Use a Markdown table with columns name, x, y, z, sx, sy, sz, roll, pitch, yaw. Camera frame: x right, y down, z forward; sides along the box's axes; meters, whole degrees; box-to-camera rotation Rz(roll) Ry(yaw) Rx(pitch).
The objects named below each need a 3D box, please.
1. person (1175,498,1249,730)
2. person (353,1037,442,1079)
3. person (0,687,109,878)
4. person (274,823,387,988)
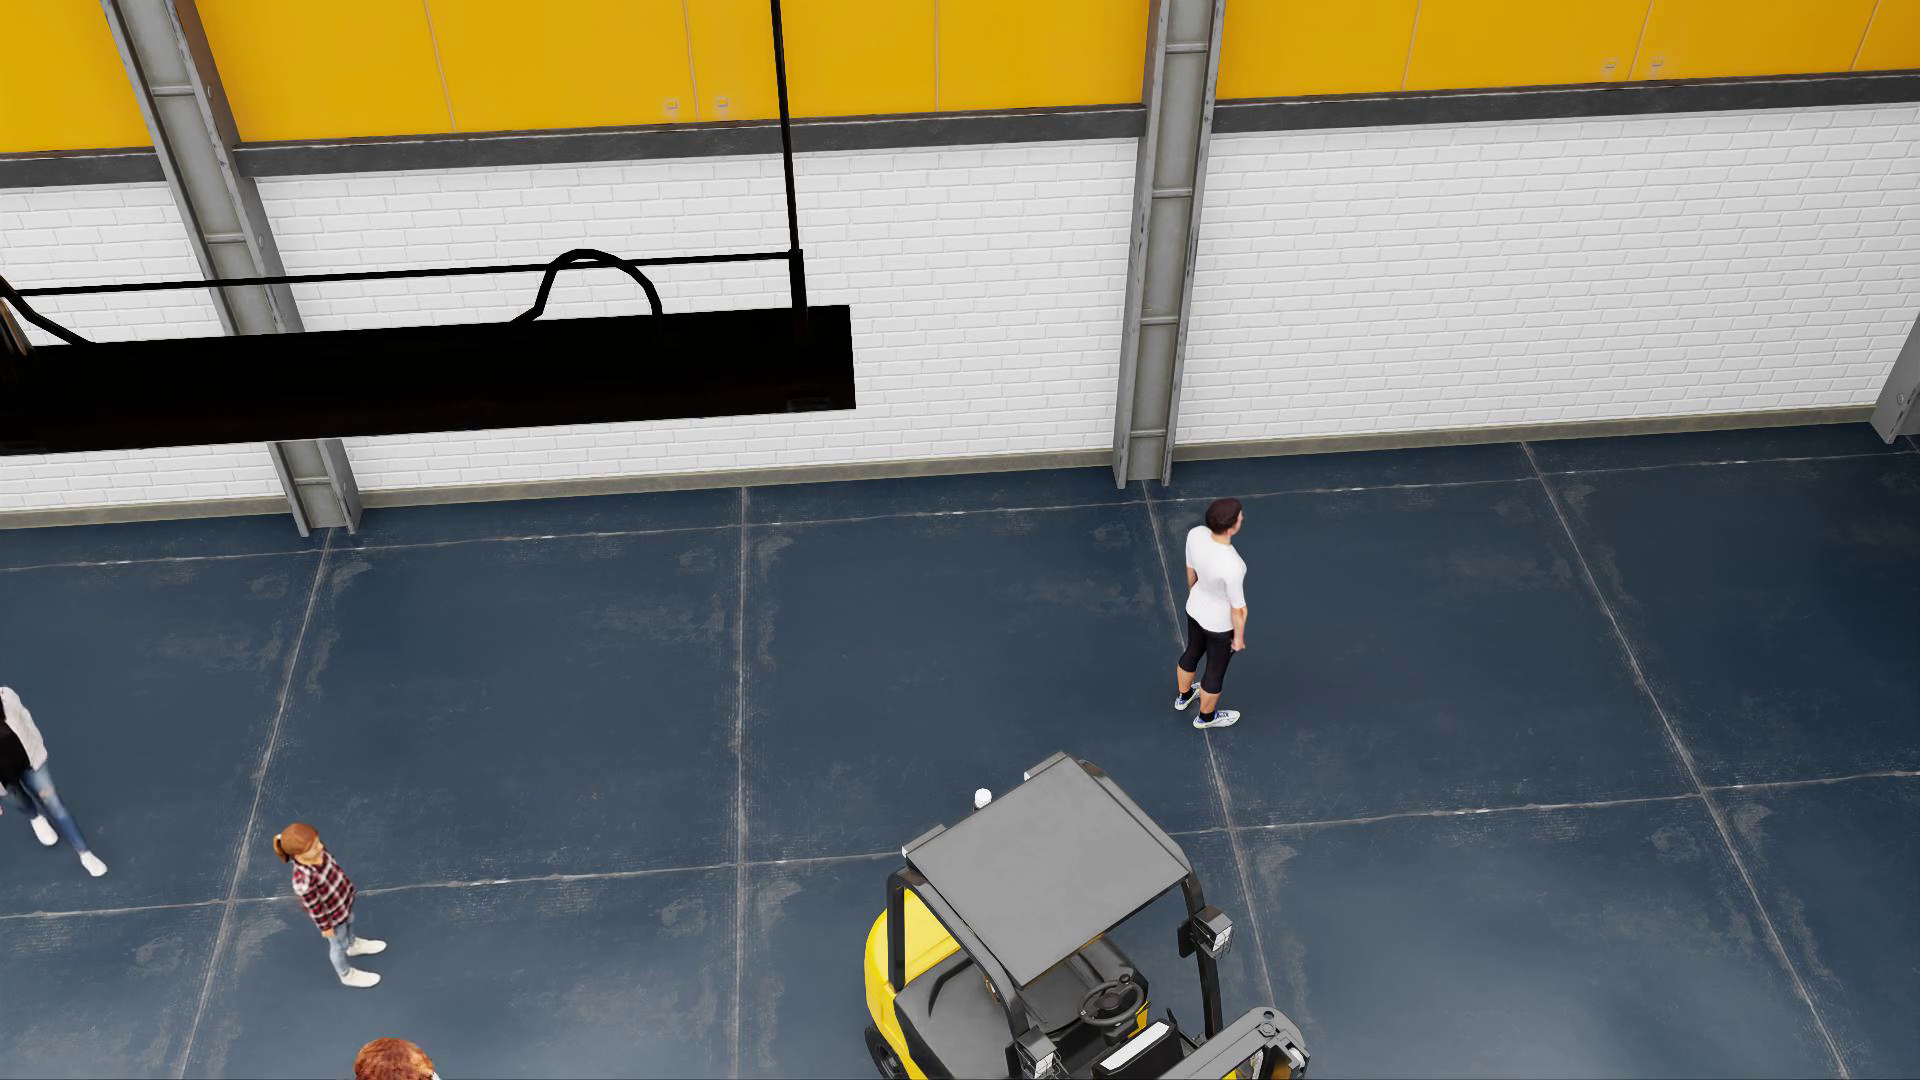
| name | x | y | z | sx | sy | sz | roll | pitch | yaw |
| --- | --- | --- | --- | --- | --- | --- | --- | --- | --- |
| person | 1.554 | 0.450 | 10.250 | 0.733 | 1.852 | 0.749 | -23 | 48 | -22 |
| person | -2.509 | 2.910 | 7.777 | 0.994 | 1.700 | 1.044 | 29 | 51 | 27 |
| person | -5.509 | 1.265 | 9.575 | 1.046 | 1.601 | 1.069 | -34 | 53 | -31 |
| person | -3.449 | 1.967 | 9.053 | 0.509 | 1.305 | 0.527 | -3 | 44 | -3 |
